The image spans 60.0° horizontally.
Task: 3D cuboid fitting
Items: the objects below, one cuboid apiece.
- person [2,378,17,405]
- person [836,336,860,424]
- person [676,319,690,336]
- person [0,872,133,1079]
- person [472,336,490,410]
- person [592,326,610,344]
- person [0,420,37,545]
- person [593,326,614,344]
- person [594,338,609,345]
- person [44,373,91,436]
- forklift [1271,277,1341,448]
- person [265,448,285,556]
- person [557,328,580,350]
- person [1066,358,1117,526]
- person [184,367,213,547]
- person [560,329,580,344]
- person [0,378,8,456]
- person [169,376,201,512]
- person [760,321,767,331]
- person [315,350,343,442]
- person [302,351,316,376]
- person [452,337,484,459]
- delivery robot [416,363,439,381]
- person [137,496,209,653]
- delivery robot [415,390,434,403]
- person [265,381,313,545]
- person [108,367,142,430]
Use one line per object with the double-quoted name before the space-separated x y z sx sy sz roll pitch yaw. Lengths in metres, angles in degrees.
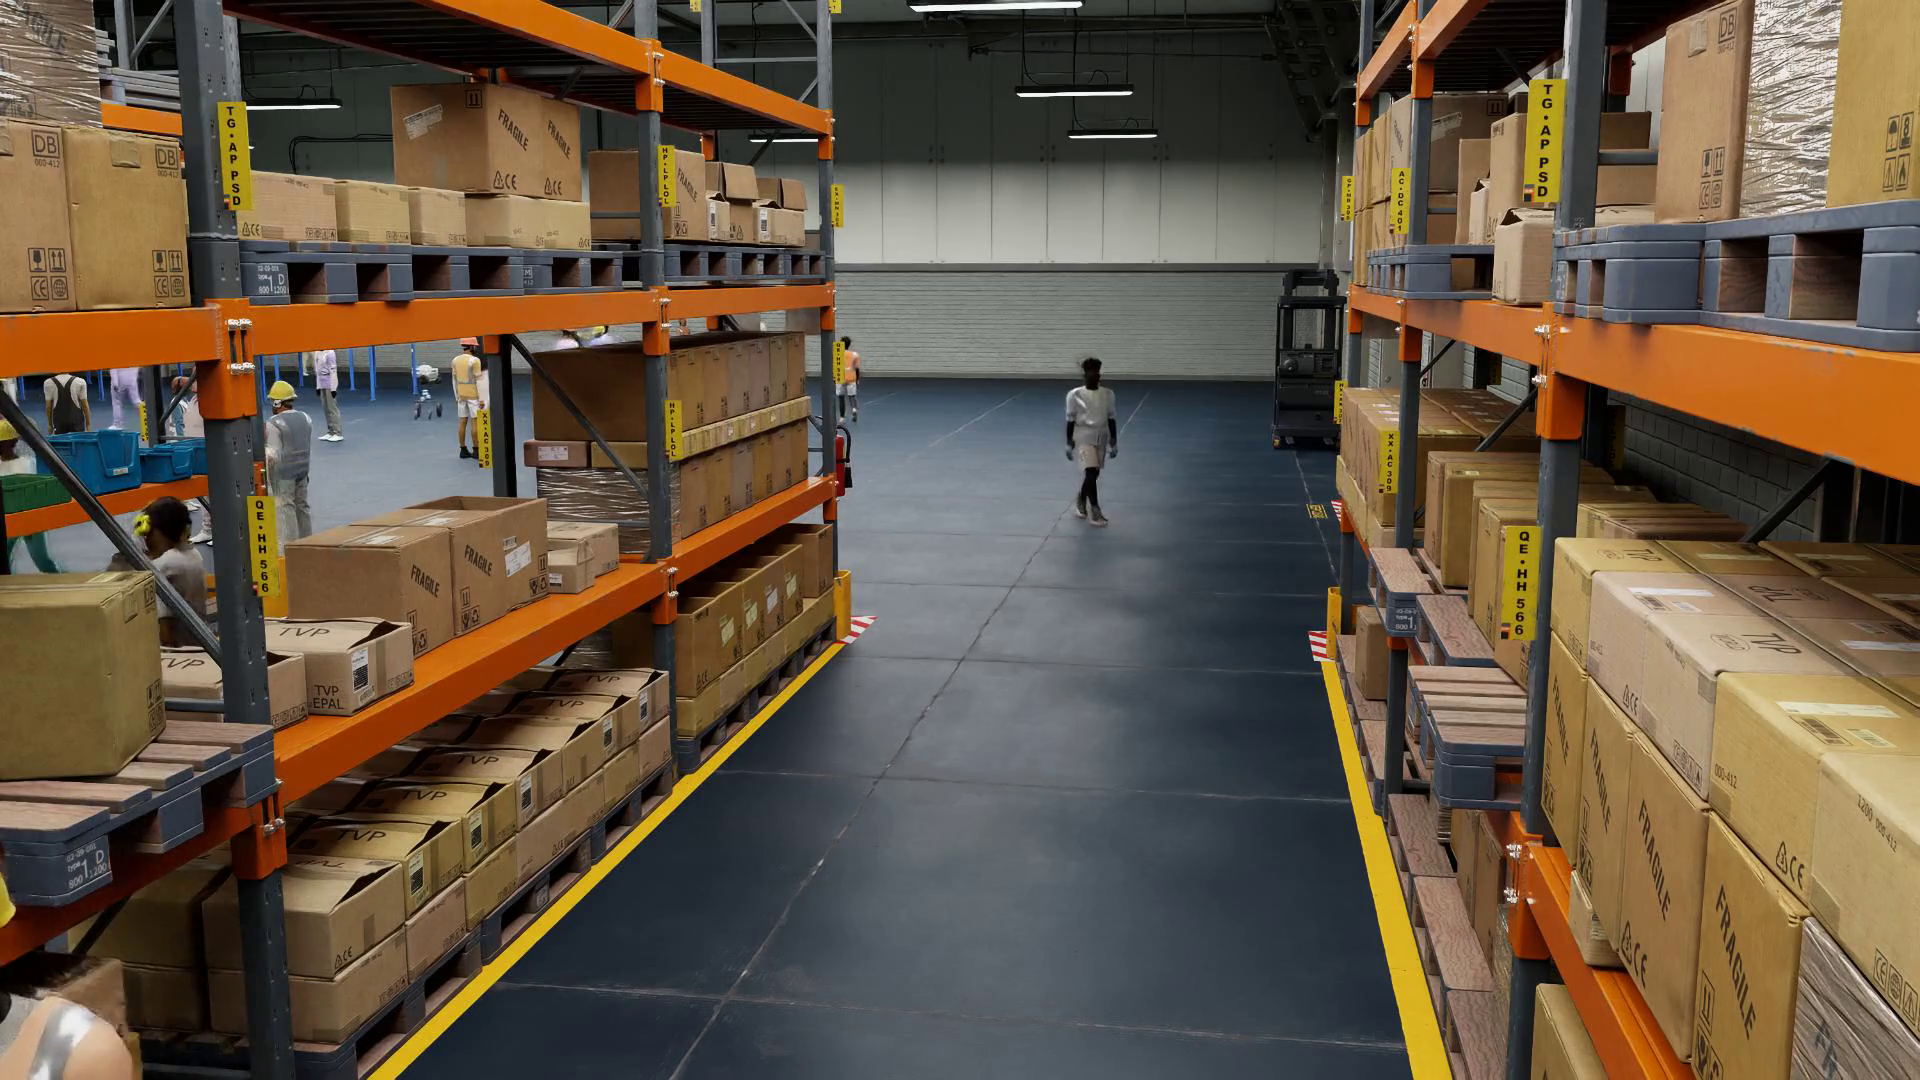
"person" -20.038 -3.637 34.620 0.678 1.914 0.650 -1 9 -5
"person" -2.163 -3.044 31.696 0.543 1.687 0.471 -3 10 -16
"person" -7.546 -5.235 45.335 0.308 1.639 0.523 5 10 28
"person" -1.787 1.460 3.219 0.589 1.908 0.759 1 9 9
"person" -9.653 -3.497 33.763 0.672 1.935 1.011 1 9 7
"person" -7.808 -3.855 36.406 0.415 1.785 0.742 0 9 0
"person" -7.787 -0.148 13.756 0.526 1.711 0.925 3 10 18
"person" -8.309 -4.196 38.794 0.547 1.680 0.378 -6 11 -34
"person" -5.407 -2.060 24.895 0.611 1.924 0.851 7 11 36
"person" -11.610 -1.500 21.671 0.507 1.846 0.344 -4 10 -21
"forklift" 5.847 -3.016 27.970 1.129 2.768 1.873 1 9 9
"person" -6.349 -0.283 14.943 0.901 1.583 0.531 5 11 30
"person" -7.263 -3.036 30.643 0.807 2.023 0.614 -9 13 -43
"person" 1.526 -1.181 19.458 0.616 1.928 0.960 -4 10 -22
"person" -8.047 -0.898 17.756 0.641 1.913 0.407 7 11 35
"person" -8.625 -3.949 36.834 0.522 1.822 0.645 -9 13 -43
"person" -11.573 -1.188 19.993 0.326 1.767 0.533 -7 11 -36
"person" -9.481 -1.177 20.314 0.311 1.637 0.523 -3 10 -17
"person" -5.080 -4.730 41.119 0.701 2.000 0.632 2 9 12
"person" -10.907 -2.650 28.577 0.420 1.914 0.602 -9 13 -43
"person" -18.008 -5.336 46.115 0.851 1.588 0.521 6 11 34
"person" -7.658 -2.249 26.010 0.549 1.933 0.373 4 10 25
"delivery robot" -13.863 -4.361 43.125 0.707 0.478 0.477 7 11 35
"person" -3.809 0.721 8.054 0.343 1.831 0.689 -1 9 -6
"delivery robot" -10.669 -2.880 33.194 0.335 0.223 0.698 -1 9 -6
"person" -6.698 -0.668 16.566 0.404 1.836 0.590 3 10 17
"person" -15.235 -2.934 30.409 0.842 1.884 0.634 4 10 24
